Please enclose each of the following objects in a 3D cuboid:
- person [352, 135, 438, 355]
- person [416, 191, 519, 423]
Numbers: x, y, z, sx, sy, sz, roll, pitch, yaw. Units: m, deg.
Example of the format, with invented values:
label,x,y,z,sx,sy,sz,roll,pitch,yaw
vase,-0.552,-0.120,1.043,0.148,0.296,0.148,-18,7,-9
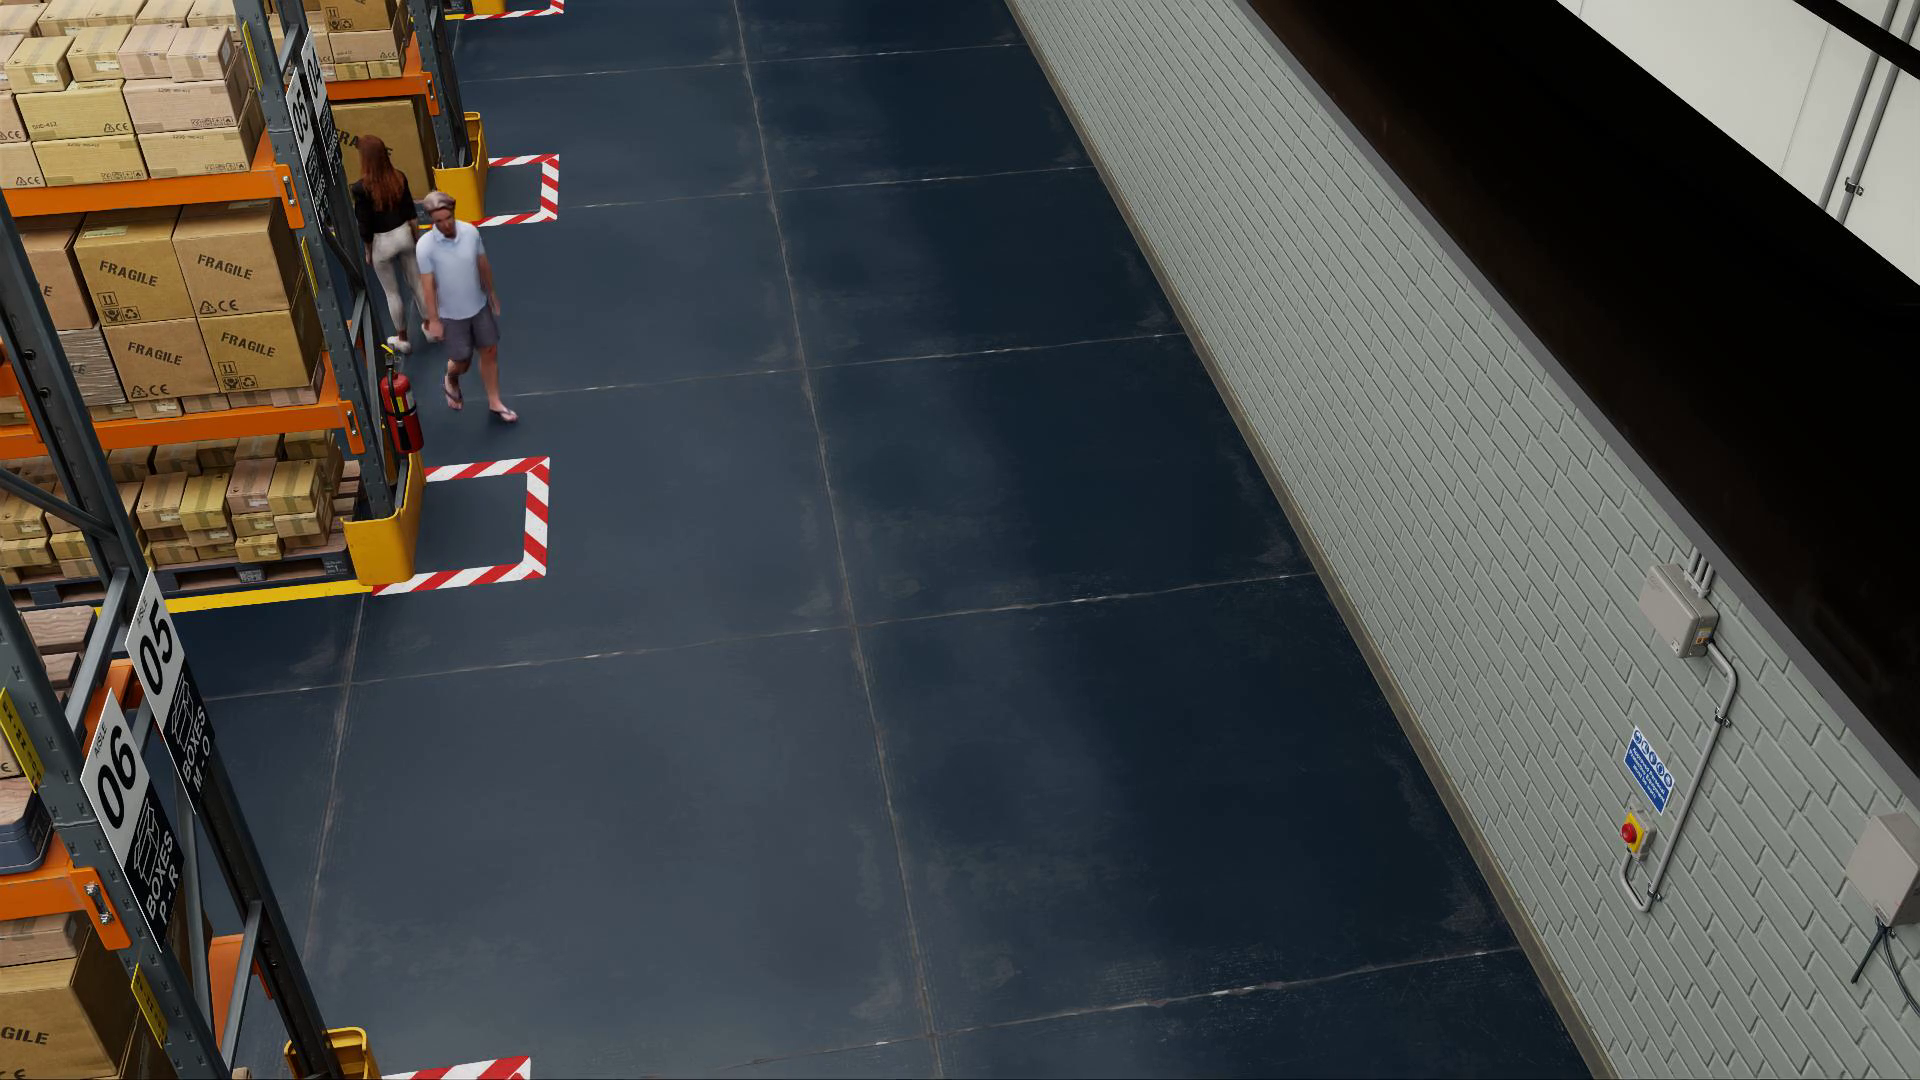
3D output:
label,x,y,z,sx,sy,sz,roll,pitch,yaw
person,-4.197,-2.191,12.292,0.633,1.703,0.744,-29,46,-32
person,-3.483,-1.605,11.455,0.971,1.813,0.906,29,46,31
